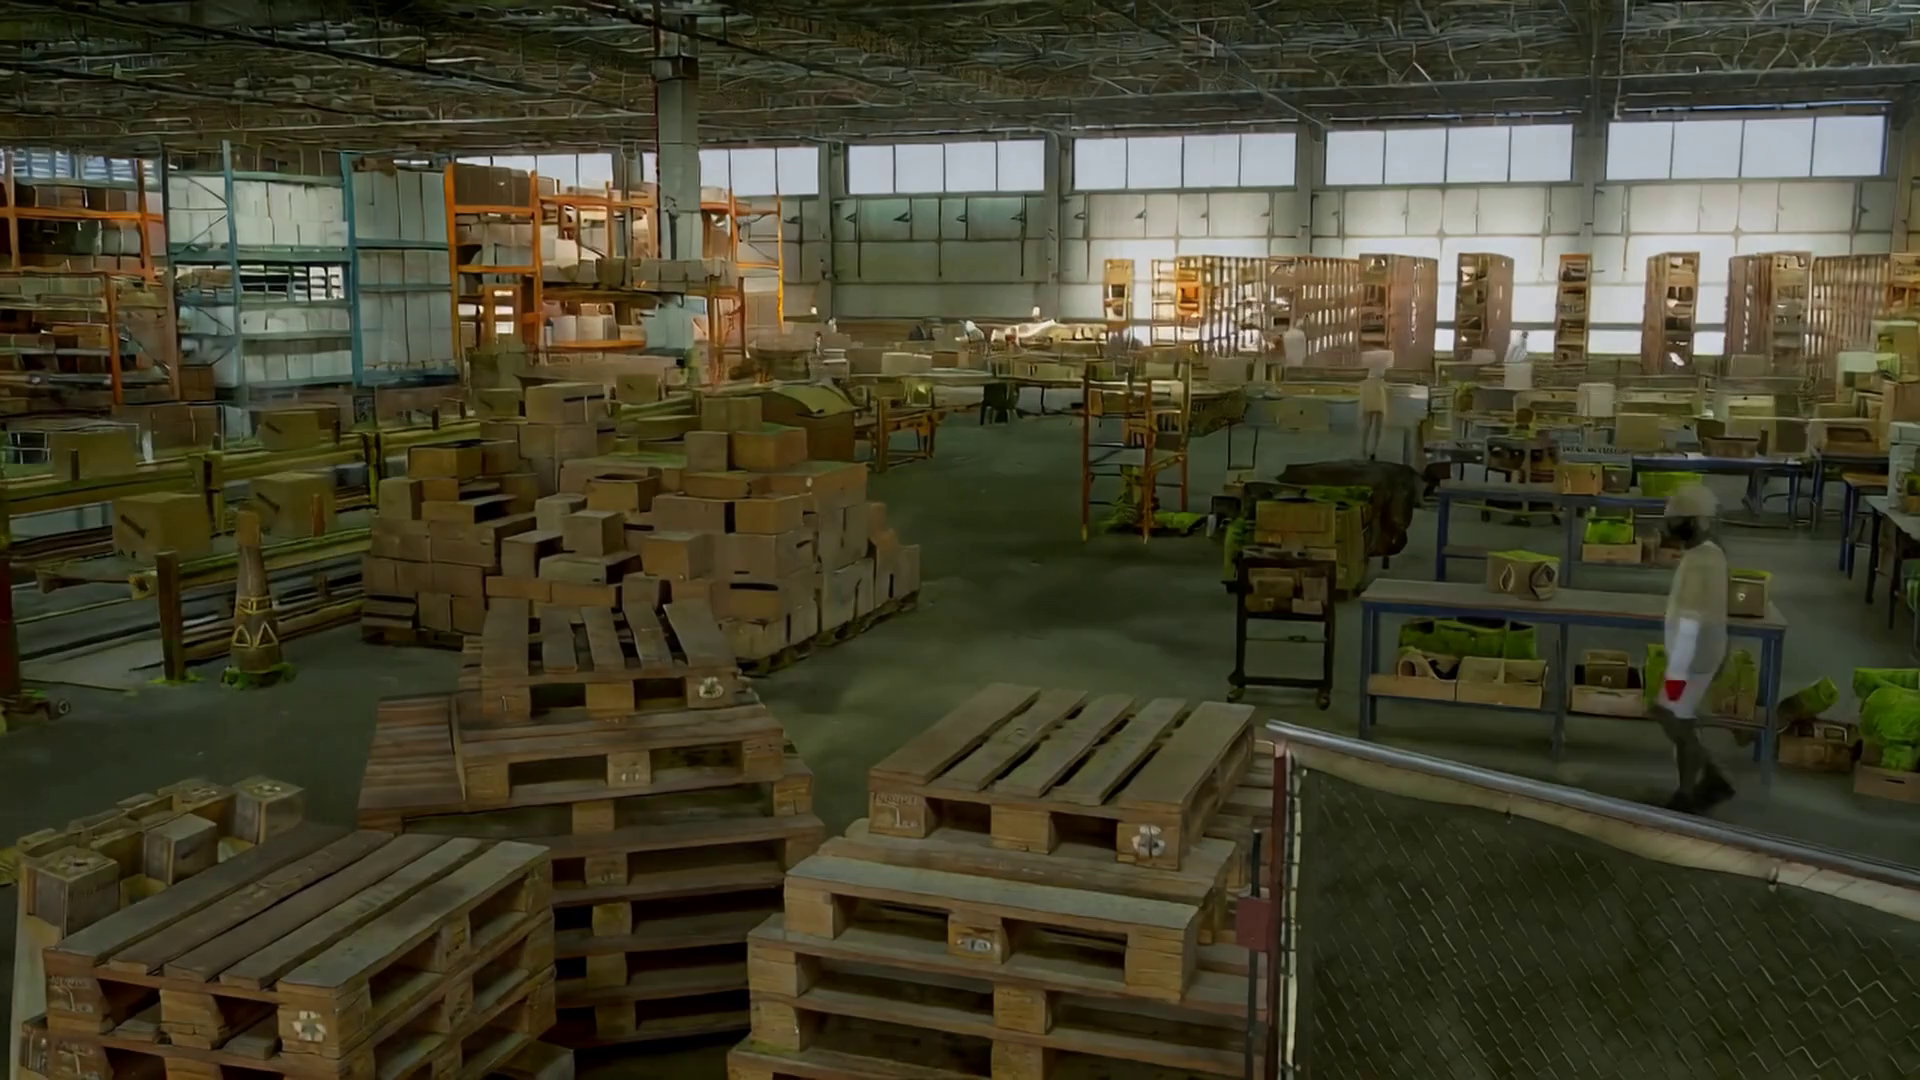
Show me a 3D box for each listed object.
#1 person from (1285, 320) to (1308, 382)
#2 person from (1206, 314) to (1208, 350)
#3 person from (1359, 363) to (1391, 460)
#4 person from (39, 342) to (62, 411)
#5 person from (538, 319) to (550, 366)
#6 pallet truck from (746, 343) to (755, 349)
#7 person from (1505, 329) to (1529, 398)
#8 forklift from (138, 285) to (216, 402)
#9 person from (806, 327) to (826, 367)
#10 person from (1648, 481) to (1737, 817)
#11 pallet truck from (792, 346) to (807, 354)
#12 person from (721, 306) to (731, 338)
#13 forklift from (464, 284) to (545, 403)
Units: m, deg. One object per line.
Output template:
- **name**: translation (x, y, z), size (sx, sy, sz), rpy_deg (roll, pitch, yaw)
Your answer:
- **person**: translation (8.558, -4.628, 42.222), size (0.408, 1.903, 0.638), rpy_deg (-9, 13, -44)
- **person**: translation (8.019, -6.554, 53.856), size (0.381, 2.045, 0.605), rpy_deg (3, 10, 19)
- **person**: translation (6.771, -2.088, 27.172), size (0.505, 1.613, 0.593), rpy_deg (2, 9, 13)
- **person**: translation (-14.305, -2.063, 25.808), size (0.613, 2.003, 0.975), rpy_deg (5, 10, 29)
- **person**: translation (-12.266, -5.645, 49.033), size (0.329, 1.765, 0.526), rpy_deg (-4, 10, -25)
- **pallet truck**: translation (-6.183, -4.618, 44.264), size (1.601, 1.201, 0.680), rpy_deg (-9, 12, -43)
- **person**: translation (13.643, -4.318, 40.800), size (0.540, 1.725, 0.591), rpy_deg (-5, 10, -28)
- **forklift**: translation (-17.480, -4.200, 36.461), size (1.873, 2.768, 1.129), rpy_deg (3, 10, 19)
- **person**: translation (-3.315, -4.049, 38.824), size (0.472, 1.816, 0.609), rpy_deg (8, 12, 41)
- **person**: translation (3.980, 0.633, 9.105), size (0.412, 1.924, 0.576), rpy_deg (4, 10, 25)
- **pallet truck**: translation (-3.705, -4.298, 42.022), size (0.653, 1.274, 1.630), rpy_deg (3, 10, 20)
- **person**: translation (-8.343, -7.303, 58.862), size (0.389, 1.949, 0.603), rpy_deg (5, 10, 28)
- **forklift**: translation (-10.832, -4.702, 39.610), size (1.129, 2.768, 1.873), rpy_deg (3, 10, 20)
